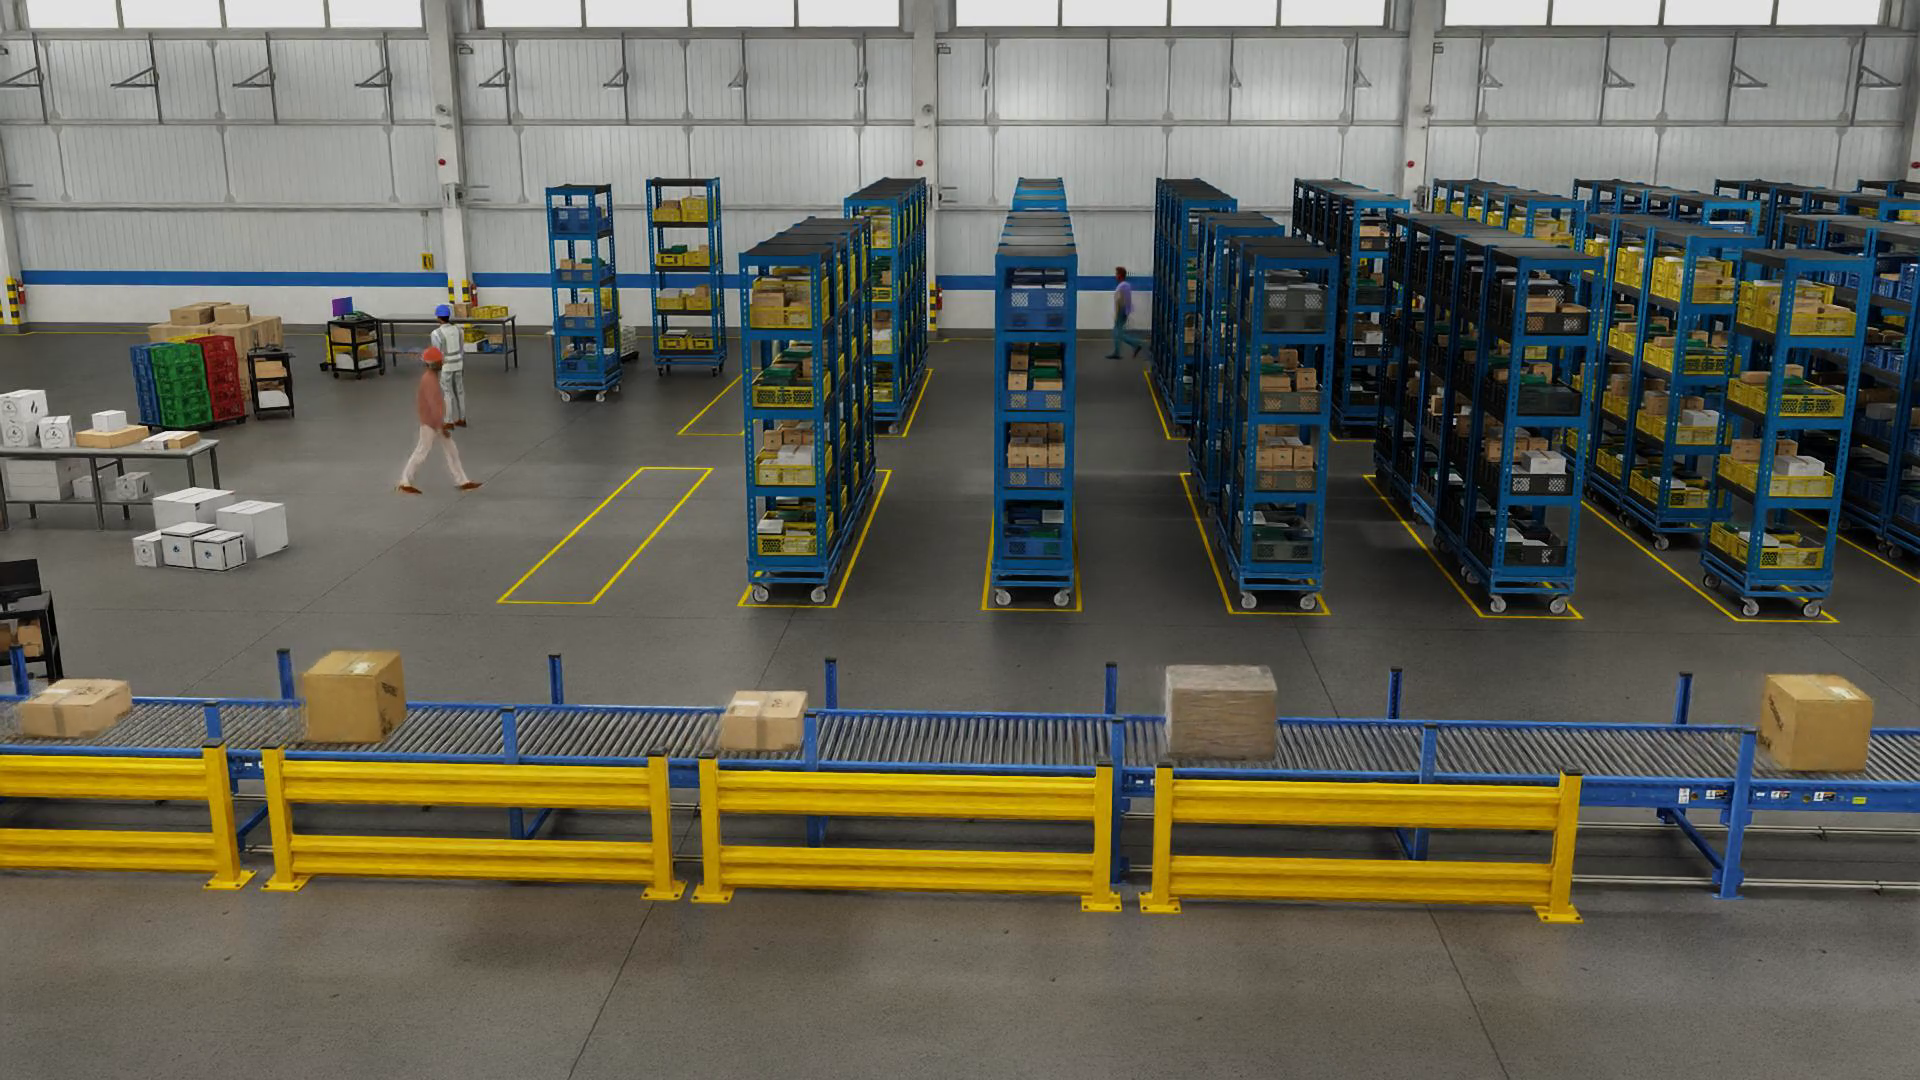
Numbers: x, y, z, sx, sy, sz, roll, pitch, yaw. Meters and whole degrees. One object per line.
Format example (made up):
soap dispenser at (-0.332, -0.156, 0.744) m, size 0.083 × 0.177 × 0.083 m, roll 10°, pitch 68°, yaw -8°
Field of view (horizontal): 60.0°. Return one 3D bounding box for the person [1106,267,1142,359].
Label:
person at (3.206, -4.421, 32.495) m, size 0.629 × 1.820 × 0.580 m, roll 4°, pitch 16°, yaw 14°

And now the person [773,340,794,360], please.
person at (-2.783, -3.044, 27.462) m, size 0.607 × 1.788 × 0.915 m, roll -4°, pitch 16°, yaw -15°

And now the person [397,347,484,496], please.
person at (-6.853, -1.529, 21.563) m, size 1.066 × 1.943 × 0.622 m, roll -2°, pitch 15°, yaw -8°

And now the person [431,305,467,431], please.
person at (-7.920, -2.669, 25.755) m, size 0.386 × 1.948 × 0.601 m, roll 9°, pitch 17°, yaw 30°
